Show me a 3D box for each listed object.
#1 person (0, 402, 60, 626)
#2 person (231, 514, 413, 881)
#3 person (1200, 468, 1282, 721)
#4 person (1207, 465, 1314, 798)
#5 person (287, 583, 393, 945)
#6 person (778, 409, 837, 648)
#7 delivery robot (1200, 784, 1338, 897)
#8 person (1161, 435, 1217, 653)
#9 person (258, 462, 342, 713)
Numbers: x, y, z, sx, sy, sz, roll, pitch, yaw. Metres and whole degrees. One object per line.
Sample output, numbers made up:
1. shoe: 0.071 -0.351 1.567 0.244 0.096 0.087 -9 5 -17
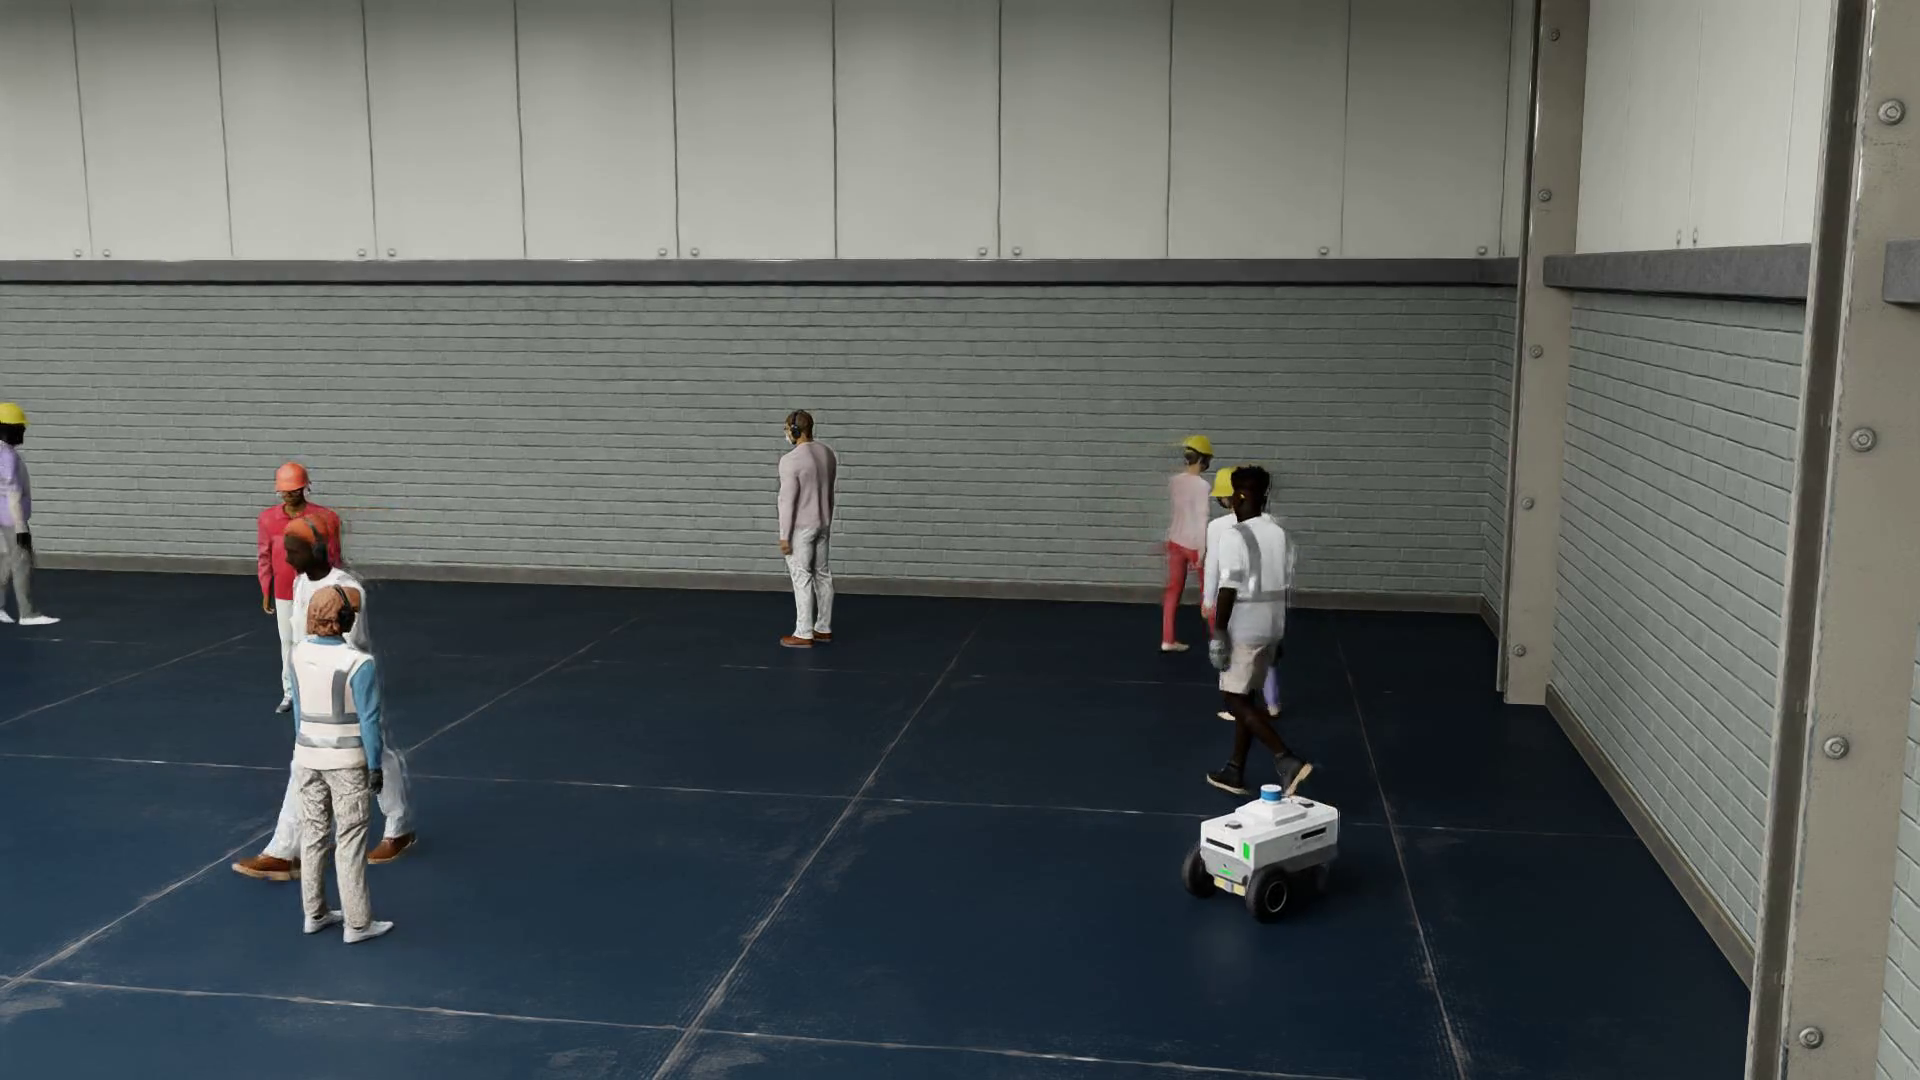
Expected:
1. person: -8.090 -0.208 14.191 0.460 1.936 0.621 -7 12 -37
2. person: -3.156 0.788 8.254 0.605 1.831 0.976 7 11 36
3. person: 1.912 0.371 11.186 0.651 1.727 0.321 -5 10 -26
4. person: 1.743 0.547 9.494 0.744 1.925 0.678 9 13 44
5. person: -2.820 1.010 7.536 0.509 1.629 0.317 4 10 25
6. person: -1.240 -0.086 13.389 0.377 1.930 0.631 6 11 34
7. delivery robot: 1.494 1.422 8.007 0.707 0.478 0.477 -7 12 -38
8. person: 1.929 0.034 13.231 0.752 1.732 0.525 -5 10 -28
9. person: -4.519 0.330 11.384 0.568 1.744 0.358 0 9 -3
